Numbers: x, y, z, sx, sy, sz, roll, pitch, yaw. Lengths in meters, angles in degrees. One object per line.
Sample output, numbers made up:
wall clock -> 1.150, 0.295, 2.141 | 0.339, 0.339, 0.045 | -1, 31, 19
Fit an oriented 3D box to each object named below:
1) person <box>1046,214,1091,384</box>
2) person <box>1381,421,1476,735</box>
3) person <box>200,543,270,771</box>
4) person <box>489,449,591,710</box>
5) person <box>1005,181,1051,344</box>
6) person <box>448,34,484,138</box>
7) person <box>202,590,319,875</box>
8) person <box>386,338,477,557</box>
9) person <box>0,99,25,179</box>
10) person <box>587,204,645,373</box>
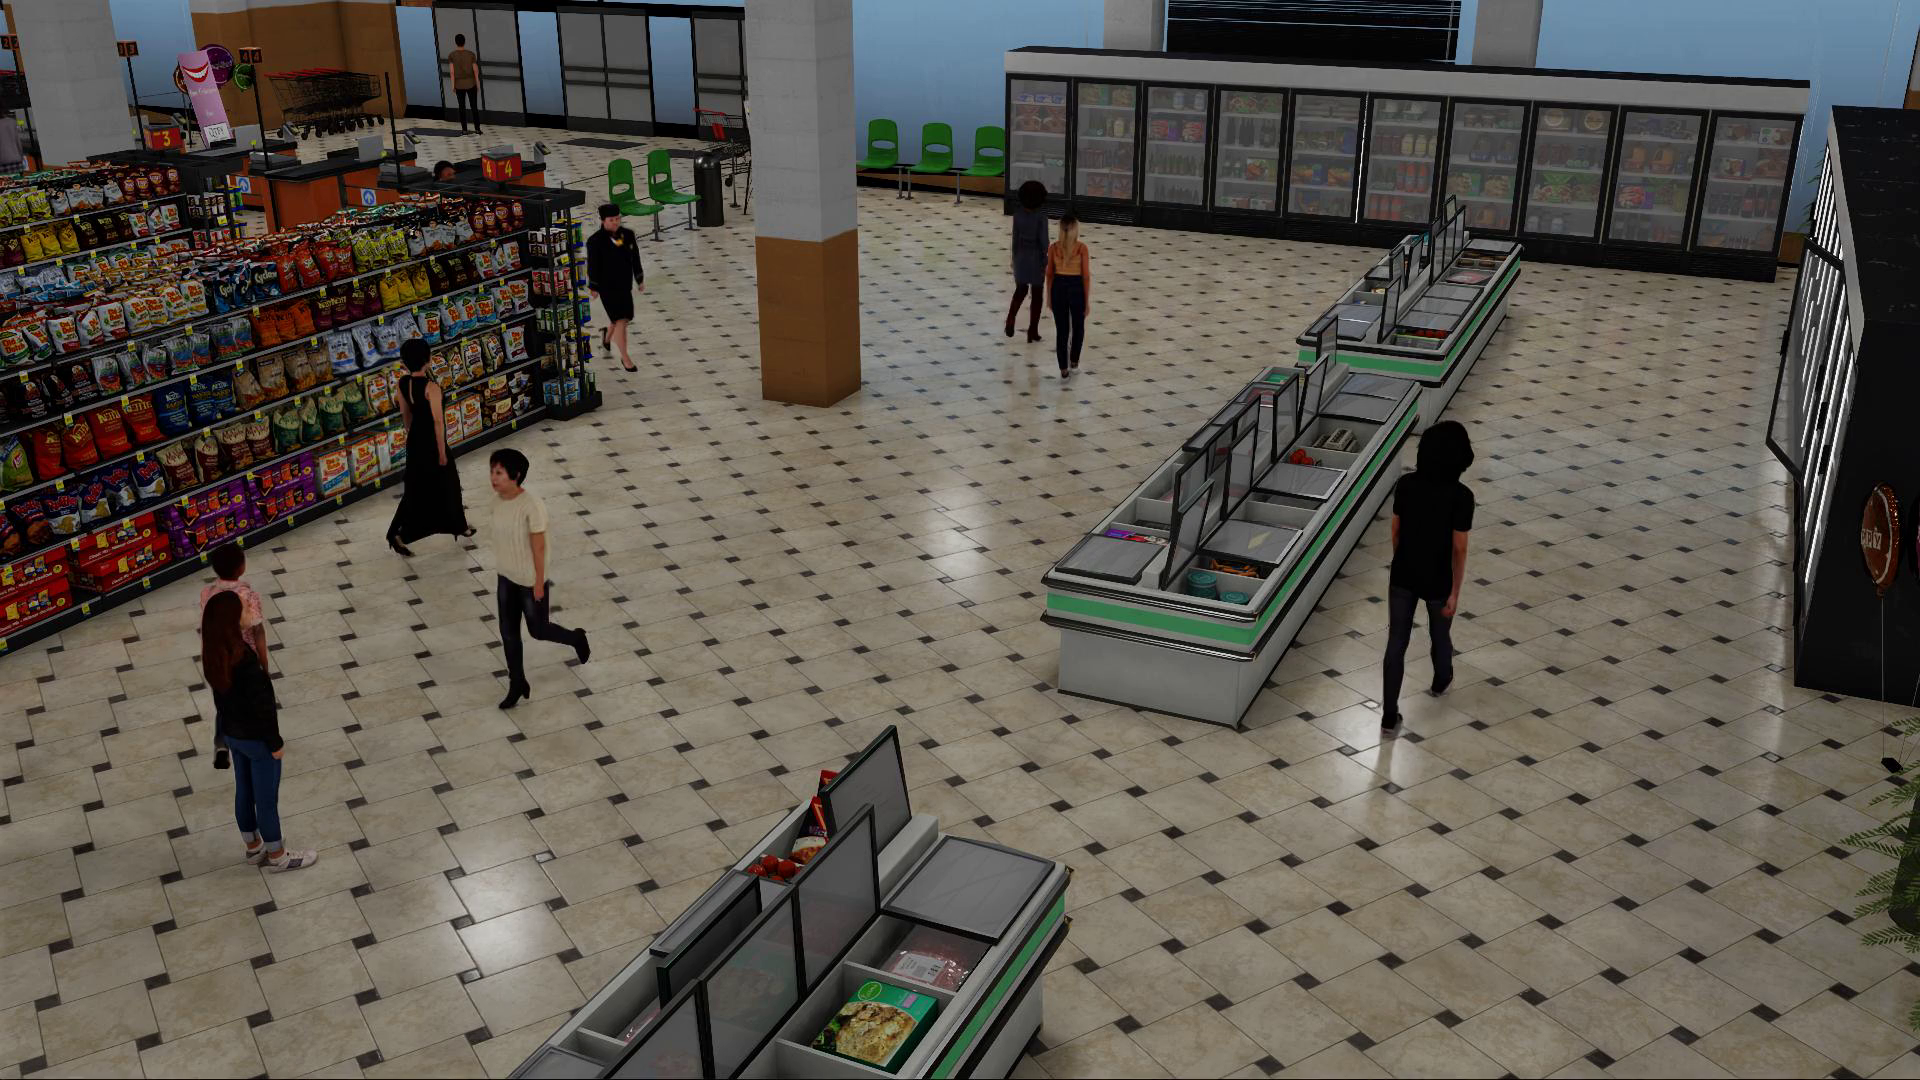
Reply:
person -> 1.026, -2.299, 15.979 | 0.683, 1.616, 0.757 | 4, 22, 11
person -> 2.575, 0.247, 9.400 | 0.691, 1.797, 1.100 | 12, 25, 27
person -> -3.958, 0.658, 9.051 | 0.700, 1.295, 0.832 | -1, 22, -2
person -> -2.514, 0.216, 9.784 | 0.649, 1.568, 0.907 | 13, 25, 29
person -> 0.683, -2.838, 17.216 | 0.628, 1.694, 0.859 | 12, 25, 27
person -> -9.259, -8.514, 31.130 | 0.746, 1.852, 0.788 | -6, 23, -14
person -> -3.471, 0.933, 8.113 | 0.599, 1.483, 0.558 | 15, 27, 33
person -> -3.869, -0.626, 11.872 | 0.612, 1.573, 0.999 | 11, 24, 25
person -> -13.220, -5.255, 23.127 | 0.673, 1.771, 0.467 | 11, 24, 25
person -> -3.428, -2.505, 16.453 | 1.057, 1.644, 0.987 | -19, 28, -38
